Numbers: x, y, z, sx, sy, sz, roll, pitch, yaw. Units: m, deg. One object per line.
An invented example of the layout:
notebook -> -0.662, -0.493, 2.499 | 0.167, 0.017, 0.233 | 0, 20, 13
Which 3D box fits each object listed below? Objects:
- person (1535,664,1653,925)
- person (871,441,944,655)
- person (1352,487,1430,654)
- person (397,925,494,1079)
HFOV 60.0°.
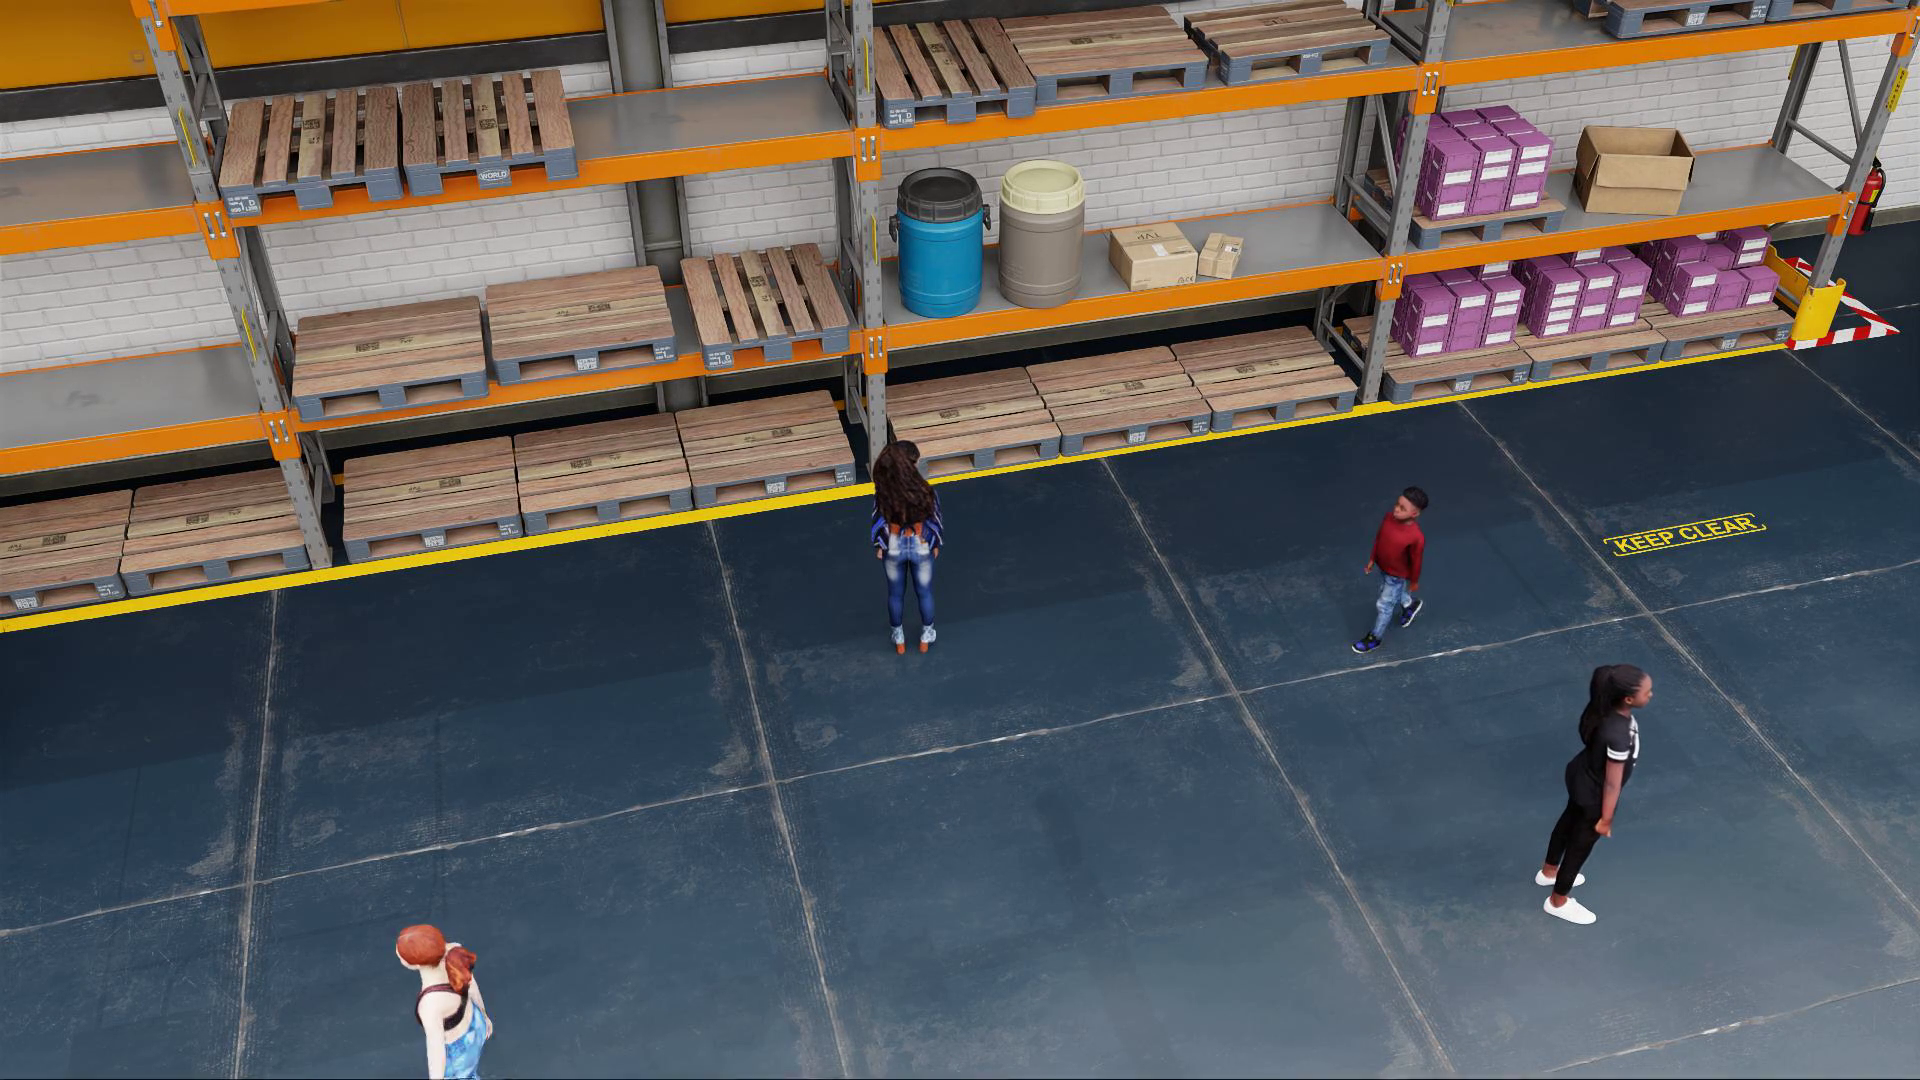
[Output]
person -> 3.373, 1.323, 8.835 | 0.701, 1.728, 0.694 | 5, 39, 6
person -> -0.329, 0.054, 10.511 | 0.589, 1.621, 0.727 | 2, 39, 2
person -> 2.847, 0.150, 10.690 | 0.833, 1.246, 0.566 | -15, 41, -18
person -> -2.168, 2.332, 7.544 | 0.751, 1.773, 0.684 | 4, 39, 5
